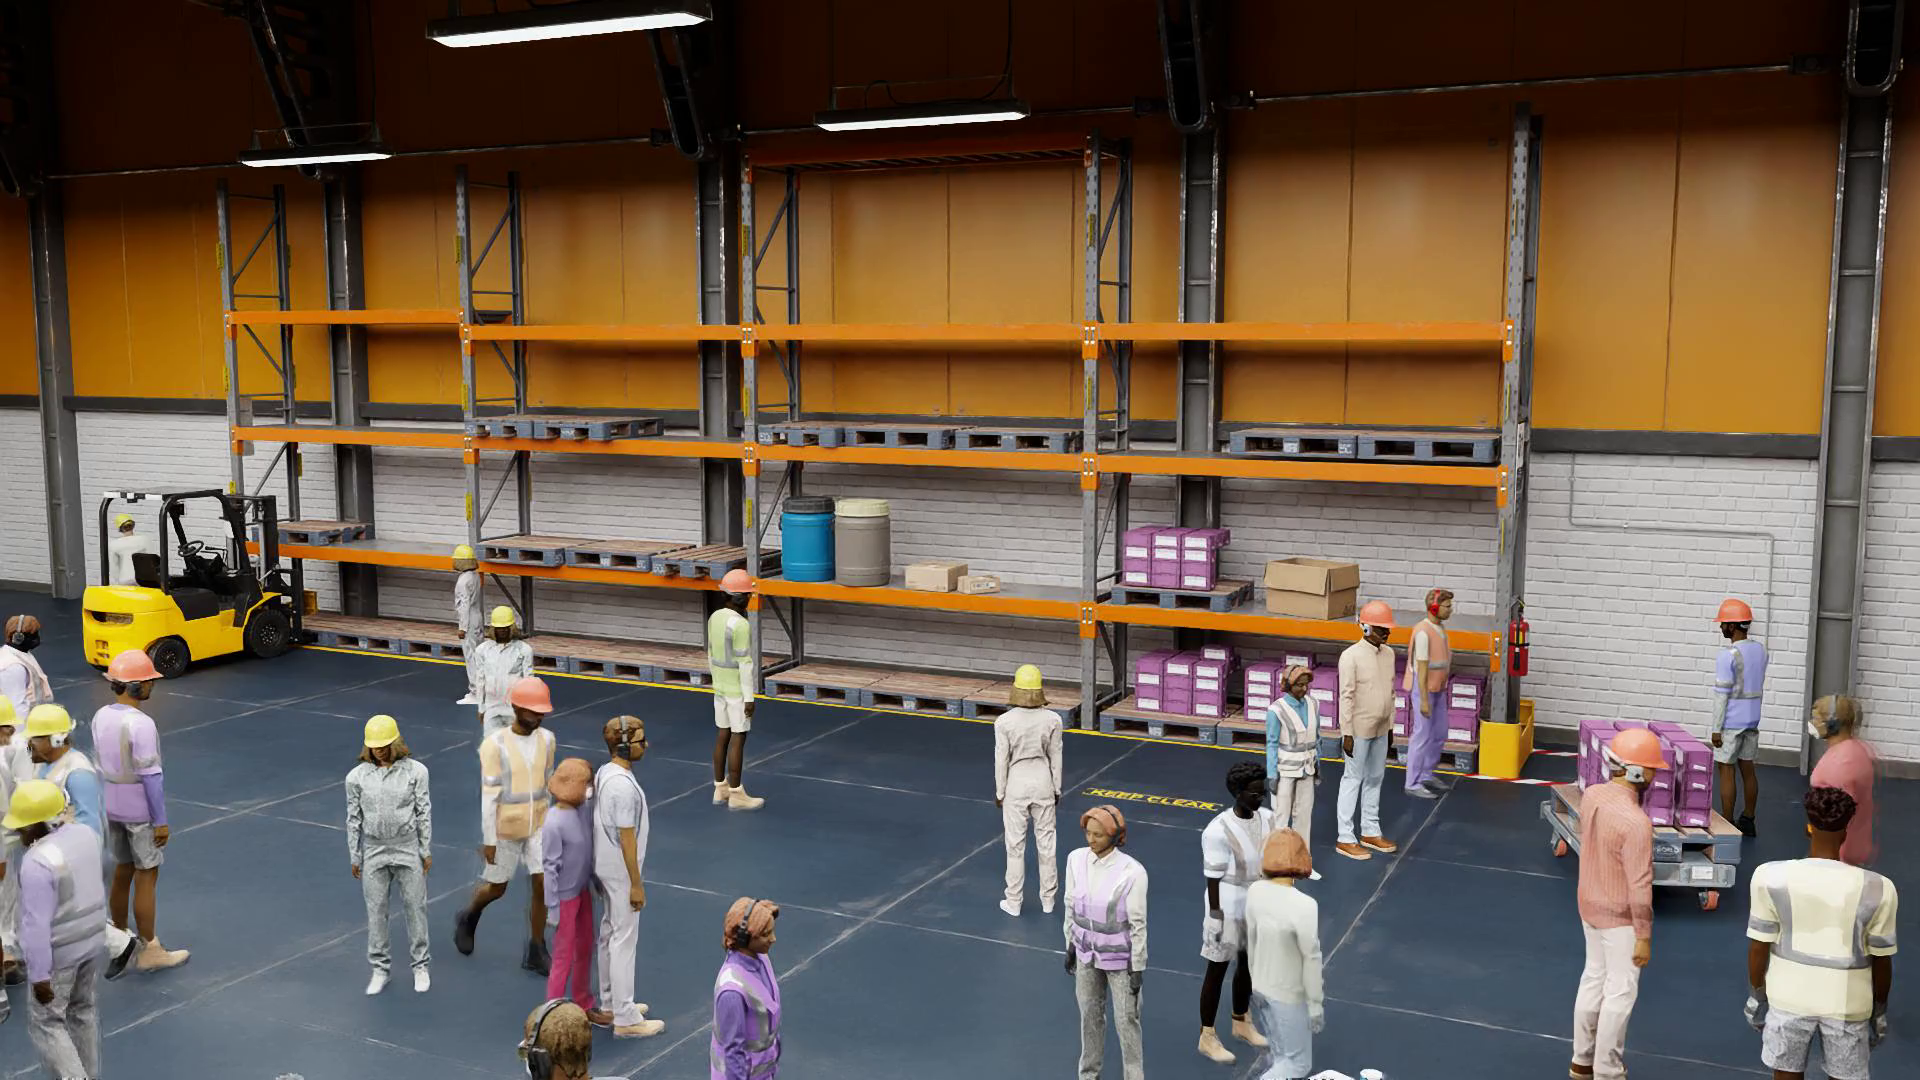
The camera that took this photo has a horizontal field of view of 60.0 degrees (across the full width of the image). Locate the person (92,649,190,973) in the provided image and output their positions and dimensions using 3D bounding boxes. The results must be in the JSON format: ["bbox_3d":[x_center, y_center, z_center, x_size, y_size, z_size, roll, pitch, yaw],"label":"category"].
[{"bbox_3d":[-5.191,1.700,10.505,0.608,2.044,0.378,5,8,33],"label":"person"}]

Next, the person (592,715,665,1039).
[{"bbox_3d":[-1.927,1.914,9.541,0.350,1.847,0.506,-3,8,-25],"label":"person"}]

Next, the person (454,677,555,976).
[{"bbox_3d":[-2.862,1.774,10.511,0.809,1.898,0.566,6,9,42],"label":"person"}]

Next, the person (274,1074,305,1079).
[{"bbox_3d":[-1.813,2.430,4.479,0.693,2.000,0.990,2,7,17],"label":"person"}]

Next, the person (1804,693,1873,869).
[{"bbox_3d":[5.077,1.846,9.778,0.583,1.918,0.656,5,8,35],"label":"person"}]

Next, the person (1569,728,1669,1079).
[{"bbox_3d":[3.447,1.951,8.695,0.404,1.983,0.629,-1,7,-6],"label":"person"}]

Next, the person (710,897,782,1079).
[{"bbox_3d":[-0.914,2.315,7.113,0.313,1.630,0.528,1,7,5],"label":"person"}]

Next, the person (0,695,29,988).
[{"bbox_3d":[-5.926,1.847,10.219,0.403,1.817,0.602,-4,8,-30],"label":"person"}]

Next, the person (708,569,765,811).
[{"bbox_3d":[-1.897,1.261,14.130,0.391,2.040,0.615,-5,8,-34],"label":"person"}]

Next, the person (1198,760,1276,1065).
[{"bbox_3d":[1.542,2.035,9.196,0.536,1.688,0.322,-6,9,-38],"label":"person"}]

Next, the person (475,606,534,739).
[{"bbox_3d":[-3.864,1.415,14.132,0.481,1.734,0.329,-1,7,-5],"label":"person"}]

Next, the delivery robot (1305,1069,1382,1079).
[{"bbox_3d":[1.917,2.722,7.770,0.477,0.478,0.707,-6,9,-39],"label":"delivery robot"}]

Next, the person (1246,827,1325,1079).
[{"bbox_3d":[1.510,2.205,8.048,0.573,1.611,0.531,-3,8,-24],"label":"person"}]

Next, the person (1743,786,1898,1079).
[{"bbox_3d":[3.911,2.090,7.589,0.608,1.966,0.371,3,8,25],"label":"person"}]

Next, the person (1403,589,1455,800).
[{"bbox_3d":[4.069,1.329,14.428,0.416,1.834,0.573,5,9,36],"label":"person"}]

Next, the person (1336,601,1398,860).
[{"bbox_3d":[3.156,1.451,12.811,0.615,1.988,0.399,-5,9,-37],"label":"person"}]

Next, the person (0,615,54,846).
[{"bbox_3d":[-7.366,1.494,13.099,0.429,1.830,0.635,-4,8,-28],"label":"person"}]

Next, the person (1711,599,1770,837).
[{"bbox_3d":[6.150,1.428,13.236,0.543,1.929,0.386,-4,8,-29],"label":"person"}]

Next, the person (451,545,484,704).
[{"bbox_3d":[-5.378,0.920,18.175,0.323,1.743,0.489,0,7,2],"label":"person"}]

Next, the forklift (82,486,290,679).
[{"bbox_3d":[-9.426,0.454,20.179,1.214,2.155,2.313,3,8,26],"label":"forklift"}]

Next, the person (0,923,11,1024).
[{"bbox_3d":[-4.731,2.076,7.740,0.603,1.959,0.375,0,7,-2],"label":"person"}]

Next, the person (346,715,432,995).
[{"bbox_3d":[-3.462,1.905,10.100,0.489,1.730,0.327,-2,7,-12],"label":"person"}]

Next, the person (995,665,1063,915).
[{"bbox_3d":[0.470,1.725,11.523,0.487,1.744,0.294,-1,7,-12],"label":"person"}]

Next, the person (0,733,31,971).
[{"bbox_3d":[-6.010,1.820,10.189,0.604,1.874,0.437,-6,9,-42],"label":"person"}]

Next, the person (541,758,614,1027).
[{"bbox_3d":[-2.188,2.031,9.469,0.352,1.621,0.530,1,7,10],"label":"person"}]

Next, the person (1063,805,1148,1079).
[{"bbox_3d":[0.749,2.147,8.510,0.514,1.630,0.318,6,9,42],"label":"person"}]

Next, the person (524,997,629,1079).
[{"bbox_3d":[-1.229,2.400,5.264,0.381,1.916,0.635,4,8,27],"label":"person"}]

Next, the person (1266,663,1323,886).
[{"bbox_3d":[2.430,1.704,12.160,0.524,1.631,0.315,-5,8,-35],"label":"person"}]

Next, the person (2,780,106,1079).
[{"bbox_3d":[-4.522,2.076,8.446,0.499,1.804,0.673,0,7,4],"label":"person"}]

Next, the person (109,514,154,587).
[{"bbox_3d":[-10.654,0.523,21.486,0.564,1.736,0.381,-2,7,-18],"label":"person"}]

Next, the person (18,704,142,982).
[{"bbox_3d":[-5.356,1.869,10.043,0.594,1.818,0.521,7,10,44],"label":"person"}]
